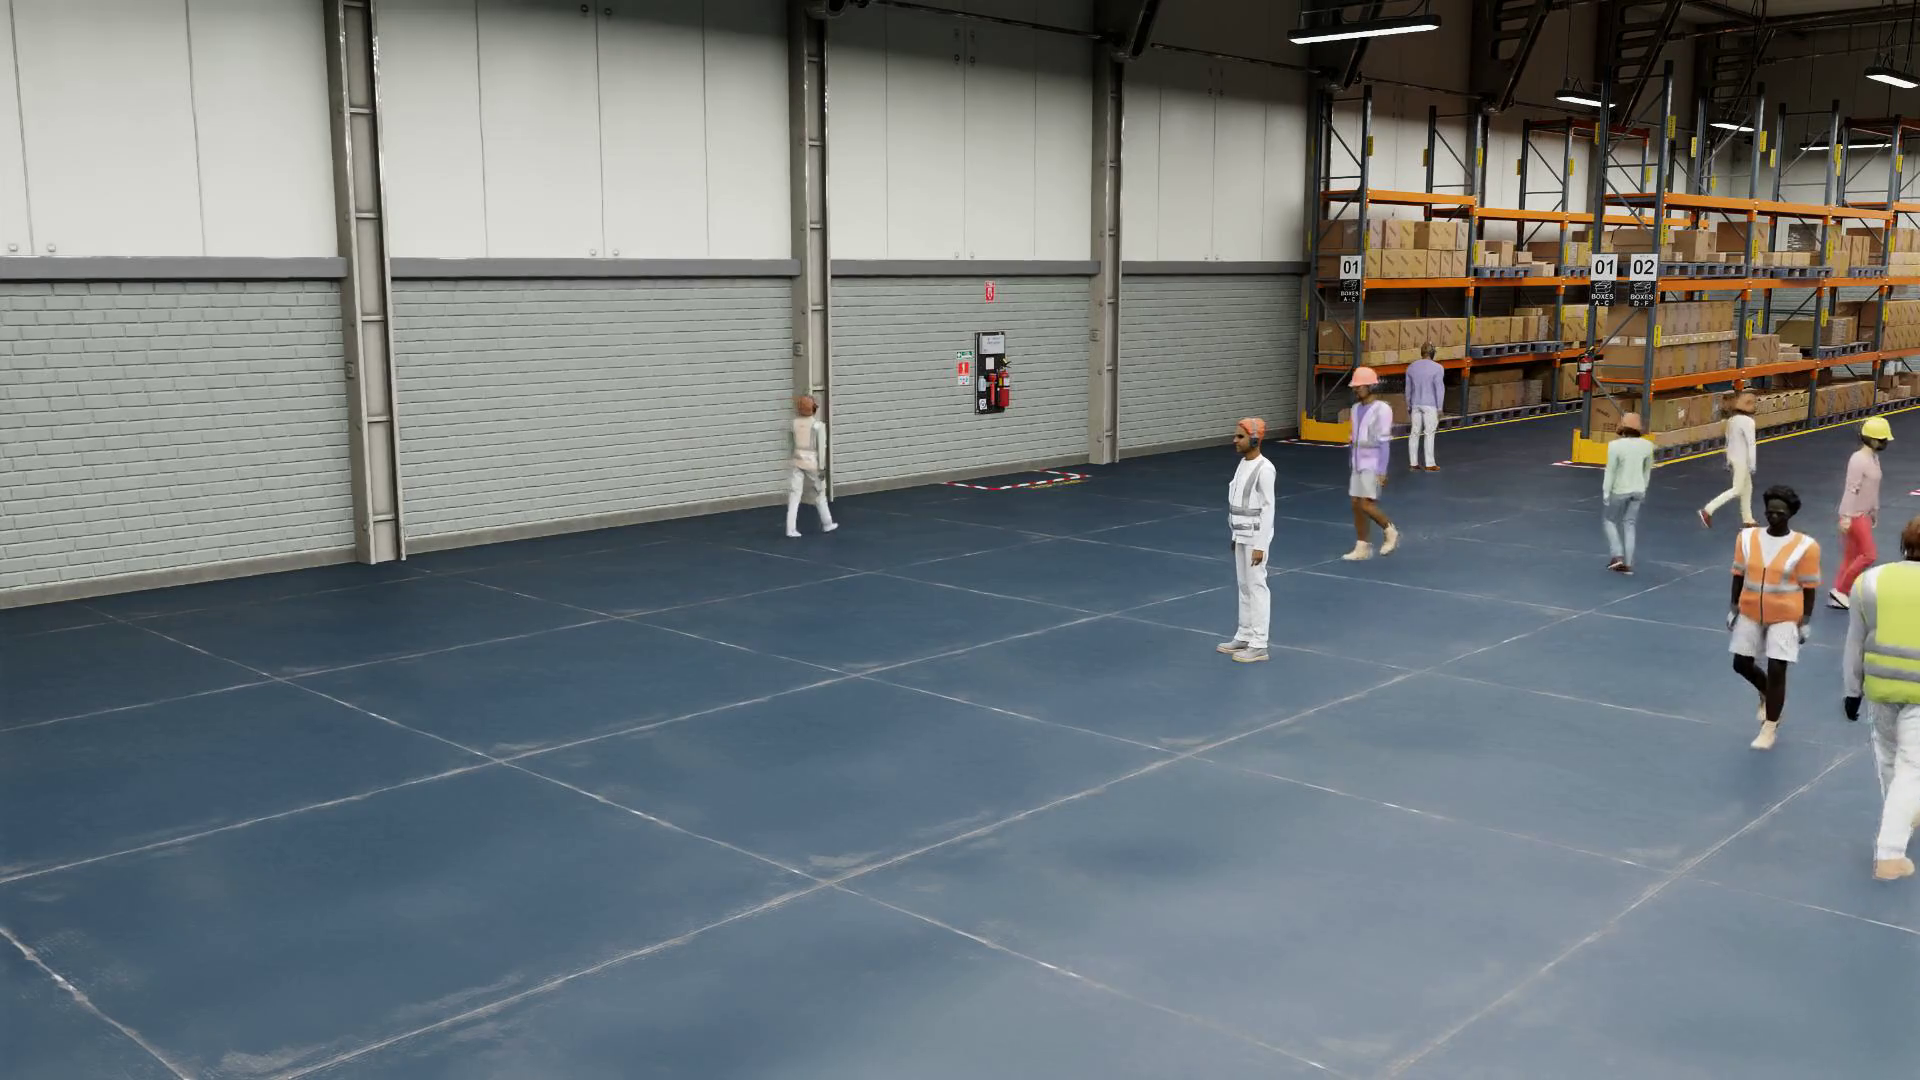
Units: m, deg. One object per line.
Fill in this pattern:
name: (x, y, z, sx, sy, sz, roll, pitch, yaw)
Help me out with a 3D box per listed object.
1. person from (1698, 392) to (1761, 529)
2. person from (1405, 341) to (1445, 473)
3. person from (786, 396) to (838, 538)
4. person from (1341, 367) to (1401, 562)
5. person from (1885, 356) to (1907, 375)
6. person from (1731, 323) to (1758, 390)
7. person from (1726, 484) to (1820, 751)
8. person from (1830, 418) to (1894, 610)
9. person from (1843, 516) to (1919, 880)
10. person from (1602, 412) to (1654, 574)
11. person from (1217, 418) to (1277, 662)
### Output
person: (8.957, -0.905, 19.189, 0.743, 1.611, 0.505, 1, 9, 7)
person: (6.889, -1.967, 24.656, 0.377, 1.940, 0.628, -8, 12, -40)
person: (-1.703, -0.830, 18.760, 0.533, 1.588, 0.853, 5, 11, 29)
person: (4.205, -0.768, 17.071, 0.536, 2.023, 0.634, -4, 10, -23)
person: (21.891, -4.148, 38.905, 0.531, 1.620, 0.369, -1, 9, -6)
person: (15.769, -3.423, 33.443, 0.368, 1.966, 0.602, -6, 11, -33)
person: (5.164, 0.471, 10.537, 0.517, 1.684, 0.544, -8, 12, -41)
person: (7.860, -0.206, 14.519, 0.452, 1.736, 0.629, 9, 13, 43)
person: (4.884, 0.767, 8.436, 0.960, 1.792, 0.646, -7, 12, -37)
person: (6.598, -0.464, 16.500, 0.538, 1.604, 0.356, -1, 9, -8)
person: (2.239, -0.004, 12.857, 0.353, 1.883, 0.573, -2, 9, -10)
